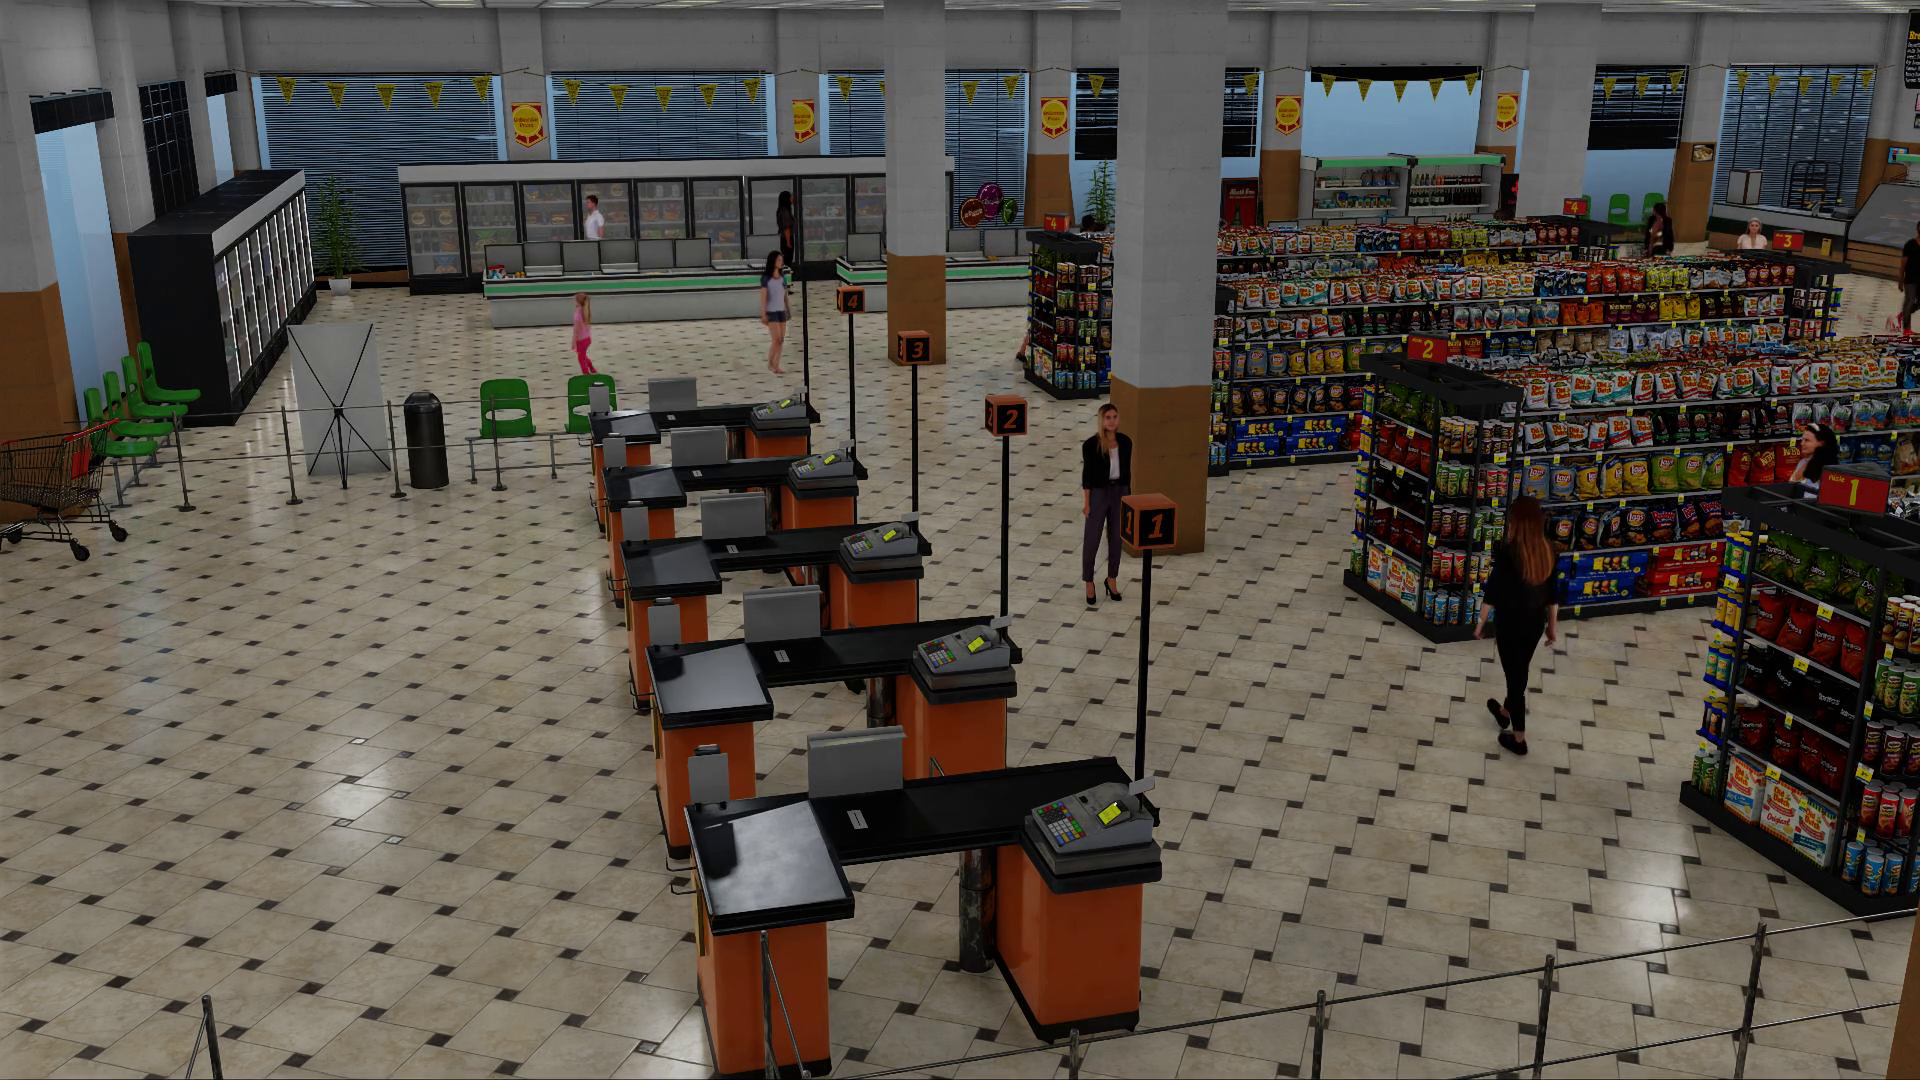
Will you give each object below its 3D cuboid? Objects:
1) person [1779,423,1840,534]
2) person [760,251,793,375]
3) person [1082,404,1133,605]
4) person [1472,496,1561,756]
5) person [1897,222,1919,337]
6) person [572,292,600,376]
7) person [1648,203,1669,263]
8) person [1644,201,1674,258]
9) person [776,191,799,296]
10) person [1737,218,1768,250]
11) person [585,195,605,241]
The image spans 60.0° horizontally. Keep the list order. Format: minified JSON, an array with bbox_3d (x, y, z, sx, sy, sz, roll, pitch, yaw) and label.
[{"bbox_3d":[6.362,0.023,12.375,0.866,1.807,0.756,-1,17,-4],"label":"person"},{"bbox_3d":[-2.602,-3.142,22.980,0.796,1.700,0.721,12,21,35],"label":"person"},{"bbox_3d":[1.200,-0.304,13.683,0.481,1.672,0.668,-6,18,-19],"label":"person"},{"bbox_3d":[3.662,0.576,10.749,0.832,1.693,0.709,-3,17,-11],"label":"person"},{"bbox_3d":[14.776,-4.044,25.784,0.871,1.798,0.852,0,17,0],"label":"person"},{"bbox_3d":[-4.972,-2.669,22.180,0.654,1.260,0.596,4,17,13],"label":"person"},{"bbox_3d":[12.171,-4.943,28.862,0.976,1.728,1.038,15,22,40],"label":"person"},{"bbox_3d":[12.516,-5.253,29.967,0.527,1.679,0.716,-2,17,-7],"label":"person"},{"bbox_3d":[-3.170,-5.388,30.140,0.576,1.839,0.633,-5,18,-15],"label":"person"},{"bbox_3d":[12.680,-4.313,26.778,0.646,1.735,0.749,4,17,13],"label":"person"},{"bbox_3d":[-6.338,-5.144,29.350,1.083,1.831,0.825,-10,19,-29],"label":"person"}]
